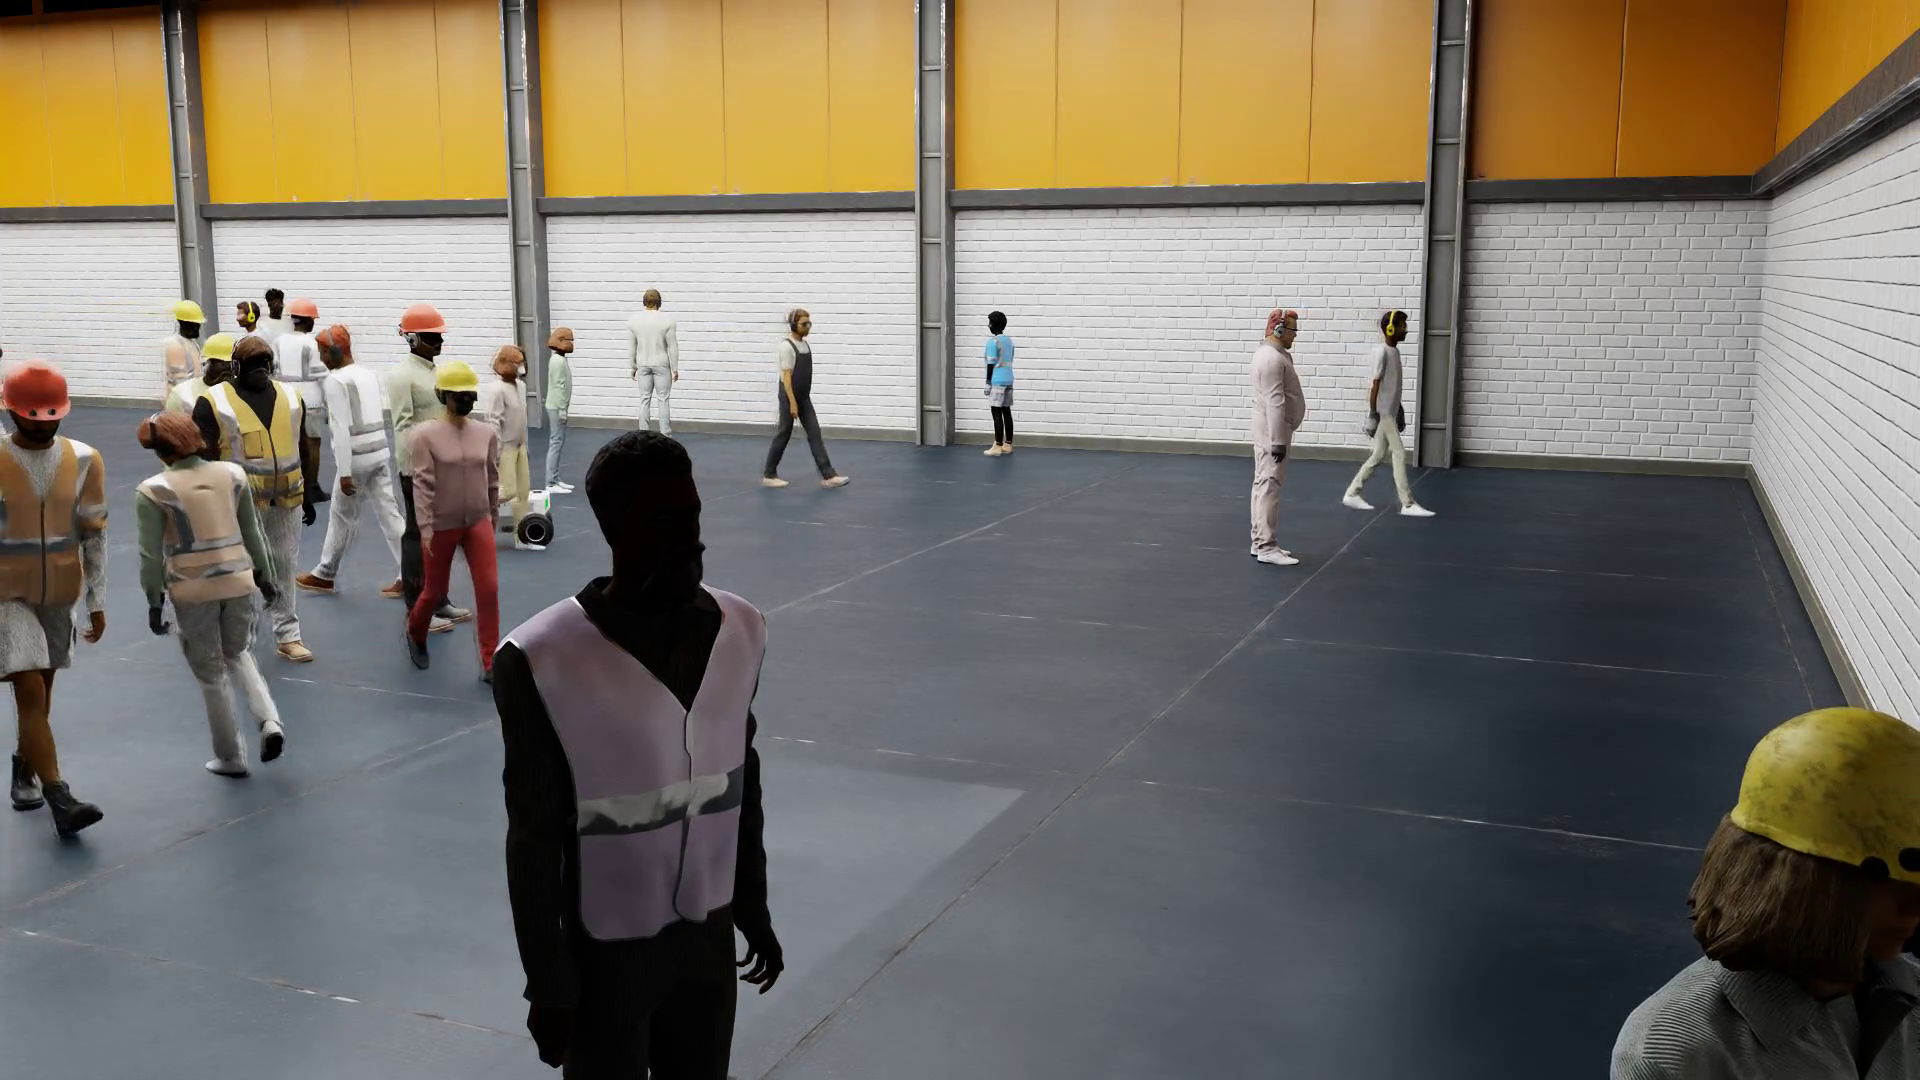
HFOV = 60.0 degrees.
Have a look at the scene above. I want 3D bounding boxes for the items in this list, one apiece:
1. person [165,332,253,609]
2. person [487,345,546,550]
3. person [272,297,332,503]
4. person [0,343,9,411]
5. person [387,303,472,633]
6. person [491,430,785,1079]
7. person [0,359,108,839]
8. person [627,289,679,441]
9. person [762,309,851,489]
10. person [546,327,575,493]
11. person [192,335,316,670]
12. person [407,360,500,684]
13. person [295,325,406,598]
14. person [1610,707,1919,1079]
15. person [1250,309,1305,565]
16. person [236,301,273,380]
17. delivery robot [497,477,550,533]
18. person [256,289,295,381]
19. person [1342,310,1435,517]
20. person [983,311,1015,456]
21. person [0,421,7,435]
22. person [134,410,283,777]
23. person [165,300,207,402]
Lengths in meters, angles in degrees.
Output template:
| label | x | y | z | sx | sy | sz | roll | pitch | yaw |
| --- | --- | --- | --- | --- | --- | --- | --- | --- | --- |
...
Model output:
| label | x | y | z | sx | sy | sz | roll | pitch | yaw |
| --- | --- | --- | --- | --- | --- | --- | --- | --- | --- |
| person | -4.664 | -0.396 | 10.456 | 0.638 | 1.808 | 0.428 | -6 | 11 | -31 |
| person | -3.557 | -0.706 | 12.912 | 0.549 | 1.619 | 0.510 | 2 | 10 | 12 |
| person | -6.104 | -1.287 | 15.483 | 0.578 | 1.925 | 0.433 | 3 | 10 | 19 |
| person | -14.866 | -2.998 | 25.492 | 0.607 | 2.048 | 0.368 | 6 | 11 | 34 |
| person | -3.248 | -0.442 | 10.156 | 0.381 | 1.994 | 0.622 | 1 | 9 | 5 |
| person | -0.597 | 0.745 | 3.192 | 0.392 | 1.922 | 0.591 | 8 | 12 | 39 |
| person | -3.654 | 0.217 | 6.560 | 0.955 | 1.863 | 0.594 | 8 | 12 | 40 |
| person | -3.767 | -2.118 | 20.483 | 0.635 | 1.938 | 0.359 | 1 | 9 | 7 |
| person | -1.582 | -1.389 | 16.522 | 0.944 | 1.792 | 0.524 | 5 | 11 | 28 |
| person | -3.920 | -1.268 | 16.315 | 0.321 | 1.623 | 0.512 | -2 | 10 | -10 |
| person | -3.864 | -0.204 | 9.188 | 0.429 | 1.840 | 0.634 | 9 | 13 | 42 |
| person | -2.713 | -0.100 | 8.876 | 0.525 | 1.736 | 0.797 | -8 | 13 | -42 |
| person | -4.038 | -0.511 | 11.085 | 0.986 | 1.825 | 0.588 | 2 | 10 | 14 |
| person | 0.955 | 1.041 | 1.935 | 0.486 | 1.744 | 0.296 | -4 | 10 | -25 |
| person | 2.372 | -0.774 | 12.457 | 0.408 | 1.903 | 0.638 | 1 | 9 | 3 |
| person | -7.413 | -1.617 | 17.715 | 0.497 | 1.856 | 0.500 | -6 | 11 | -30 |
| delivery robot | -3.609 | -0.266 | 13.159 | 0.707 | 0.478 | 0.477 | -2 | 10 | -14 |
| person | -8.466 | -2.148 | 20.688 | 0.993 | 1.918 | 0.603 | 8 | 12 | 40 |
| person | 3.845 | -1.139 | 14.903 | 0.883 | 1.832 | 0.551 | 5 | 11 | 29 |
| person | 0.459 | -1.830 | 19.493 | 0.319 | 1.691 | 0.532 | 5 | 11 | 29 |
| person | -8.690 | -1.054 | 14.673 | 0.880 | 1.729 | 0.531 | 1 | 9 | 7 |
| person | -3.221 | 0.240 | 7.151 | 0.407 | 1.613 | 0.580 | 7 | 11 | 35 |
| person | -7.241 | -1.298 | 15.655 | 0.423 | 1.897 | 0.592 | -1 | 9 | -6 |
